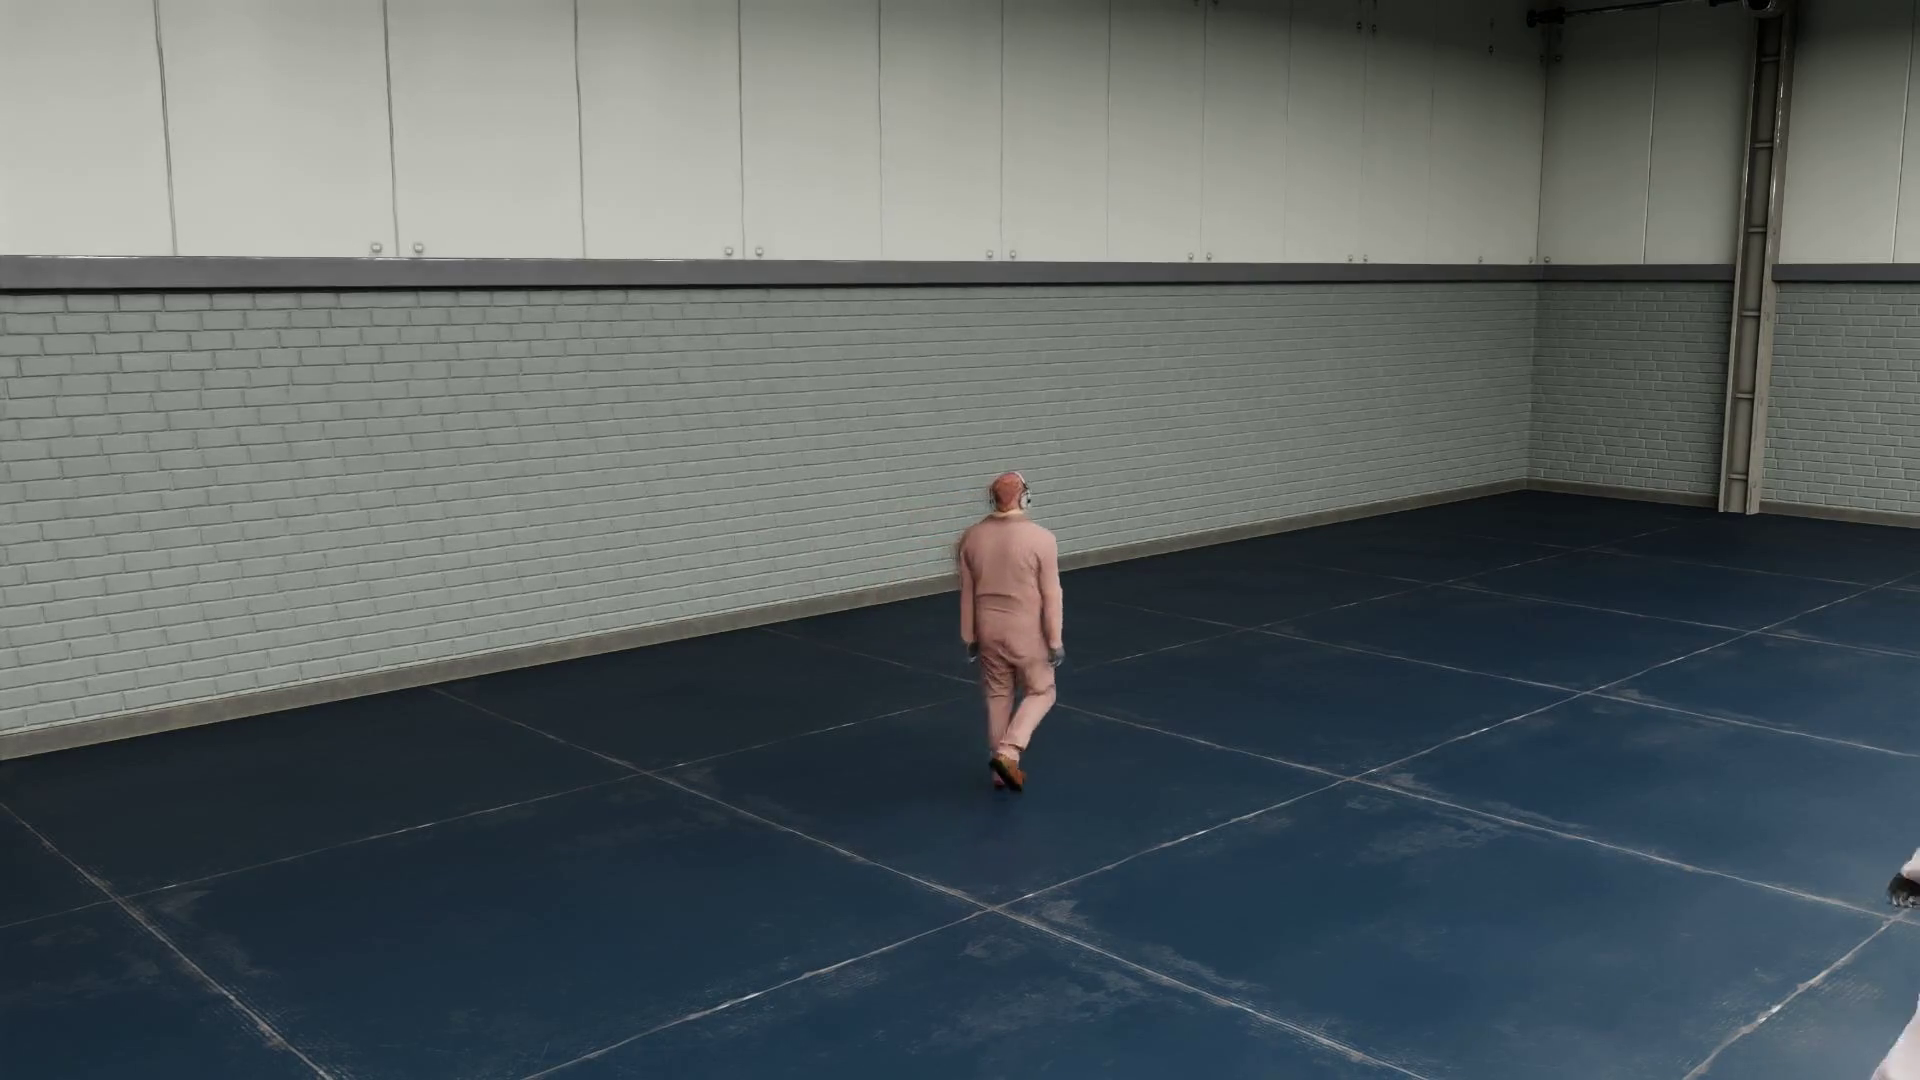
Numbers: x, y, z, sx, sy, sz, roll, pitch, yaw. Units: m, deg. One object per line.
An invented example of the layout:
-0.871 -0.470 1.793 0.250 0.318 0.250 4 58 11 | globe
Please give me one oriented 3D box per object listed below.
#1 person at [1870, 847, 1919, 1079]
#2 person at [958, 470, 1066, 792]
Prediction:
3.432 1.221 5.587 1.053 1.847 0.645 4 10 22 | person
0.287 0.548 9.620 0.667 1.891 0.495 6 11 32 | person
